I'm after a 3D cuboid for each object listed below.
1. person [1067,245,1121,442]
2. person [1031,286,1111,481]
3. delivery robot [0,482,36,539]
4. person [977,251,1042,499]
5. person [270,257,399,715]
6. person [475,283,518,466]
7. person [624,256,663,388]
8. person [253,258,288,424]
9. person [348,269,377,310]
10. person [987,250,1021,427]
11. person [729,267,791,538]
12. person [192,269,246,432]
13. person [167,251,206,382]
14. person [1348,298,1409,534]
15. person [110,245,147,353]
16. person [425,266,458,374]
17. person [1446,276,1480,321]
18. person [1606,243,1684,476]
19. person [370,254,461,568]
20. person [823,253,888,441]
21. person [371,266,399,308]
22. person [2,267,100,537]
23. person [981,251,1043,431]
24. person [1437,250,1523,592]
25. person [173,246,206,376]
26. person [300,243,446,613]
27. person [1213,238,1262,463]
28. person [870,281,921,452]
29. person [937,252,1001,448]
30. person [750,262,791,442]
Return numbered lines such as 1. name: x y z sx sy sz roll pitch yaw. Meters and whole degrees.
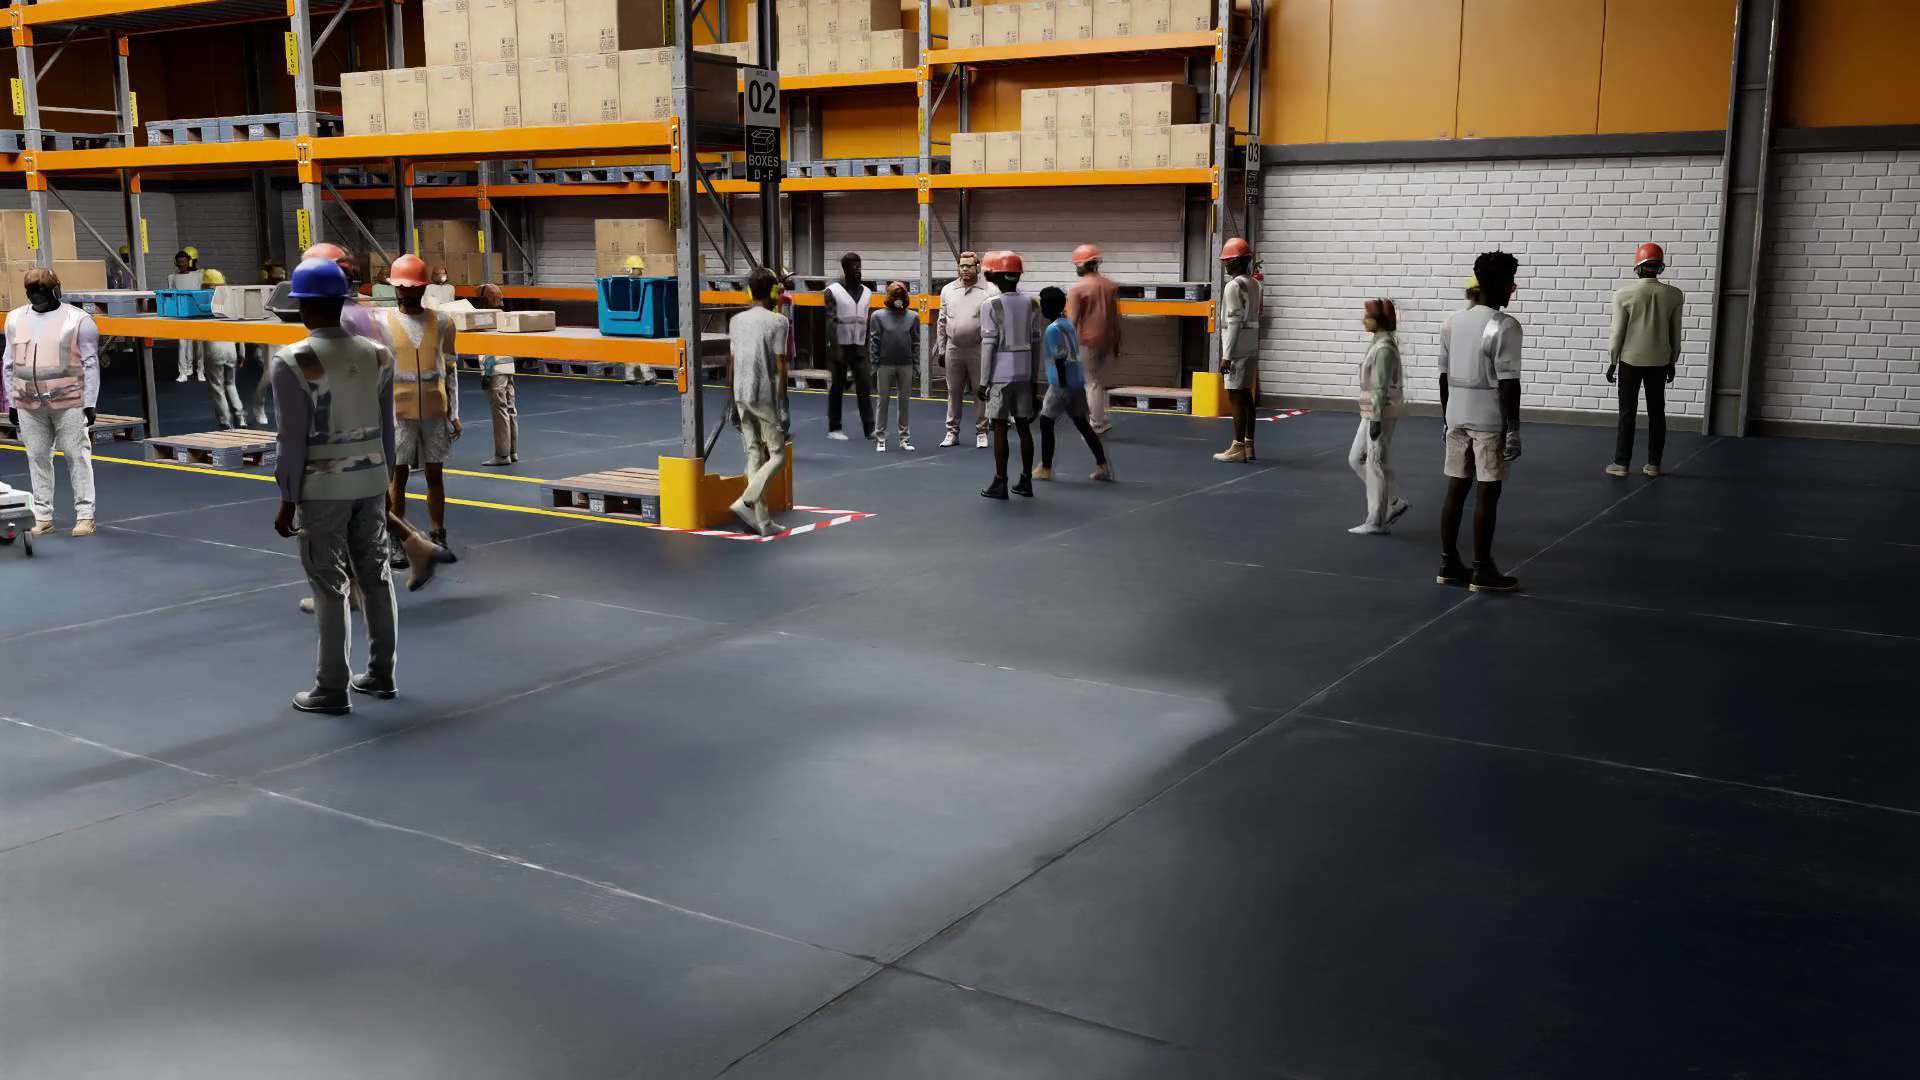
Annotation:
1. person: 1.310 -1.971 16.747 0.639 1.967 0.517 -9 14 -42
2. person: 0.942 -1.297 13.925 0.740 1.650 0.540 4 11 23
3. delivery robot: -6.281 -0.220 10.708 0.707 0.478 0.477 7 12 35
4. person: 0.370 -1.289 13.057 0.553 1.935 0.362 -6 12 -31
5. person: -2.678 -0.227 7.147 0.389 1.948 0.608 5 12 28
6. person: -4.170 -1.484 14.977 0.315 1.636 0.515 1 10 5
7. person: -4.342 -2.978 22.810 0.815 1.799 0.600 5 11 25
8. person: -7.483 -2.147 18.125 0.936 1.836 0.535 9 13 40
9. person: -6.793 -2.200 18.769 0.322 1.697 0.535 5 12 28
10. person: 0.493 -2.195 18.163 0.408 1.909 0.642 5 11 26
11. person: -1.379 -0.905 11.196 0.538 1.842 0.595 6 12 29
12. person: -7.569 -1.886 16.965 0.387 1.730 0.491 7 12 33
13. person: -11.043 -3.190 23.795 0.533 1.864 0.311 -3 11 -17
14. person: 2.850 -0.838 11.404 0.360 1.624 0.541 2 10 9
15. person: -14.953 -4.331 29.952 0.593 1.922 0.377 -10 14 -43
16. person: -7.787 -3.291 24.994 0.272 1.632 0.508 9 14 42
17. person: 4.601 -1.522 14.945 0.540 1.714 0.904 4 11 20
18. person: 5.859 -1.537 14.275 0.612 1.995 0.382 0 10 0
19. person: -3.370 -0.795 10.326 0.549 1.934 0.374 -6 12 -28
20. person: -1.082 -1.928 16.750 0.603 1.912 0.583 -9 14 -41
21. person: -8.635 -3.308 25.090 0.279 1.633 0.499 5 11 26
22. person: -6.205 -0.934 11.368 0.626 1.842 0.429 -1 10 -5
23. person: 0.504 -2.102 17.635 0.636 1.911 0.561 -3 11 -16
24. person: 3.027 -0.687 9.645 0.362 1.963 0.614 -5 11 -24
25. person: -11.420 -3.407 24.830 0.591 1.923 0.381 -4 11 -21
26. person: -3.259 -0.604 9.069 0.656 2.008 0.659 -1 10 -3
27. person: 2.515 -1.722 15.171 0.388 2.039 0.615 6 12 30
28. person: -0.617 -1.659 15.950 0.497 1.633 0.279 -3 11 -17
29. person: 0.079 -1.847 16.235 0.639 1.910 0.407 3 11 14
30. person: -1.785 -1.692 15.581 0.437 1.829 0.569 7 12 32
